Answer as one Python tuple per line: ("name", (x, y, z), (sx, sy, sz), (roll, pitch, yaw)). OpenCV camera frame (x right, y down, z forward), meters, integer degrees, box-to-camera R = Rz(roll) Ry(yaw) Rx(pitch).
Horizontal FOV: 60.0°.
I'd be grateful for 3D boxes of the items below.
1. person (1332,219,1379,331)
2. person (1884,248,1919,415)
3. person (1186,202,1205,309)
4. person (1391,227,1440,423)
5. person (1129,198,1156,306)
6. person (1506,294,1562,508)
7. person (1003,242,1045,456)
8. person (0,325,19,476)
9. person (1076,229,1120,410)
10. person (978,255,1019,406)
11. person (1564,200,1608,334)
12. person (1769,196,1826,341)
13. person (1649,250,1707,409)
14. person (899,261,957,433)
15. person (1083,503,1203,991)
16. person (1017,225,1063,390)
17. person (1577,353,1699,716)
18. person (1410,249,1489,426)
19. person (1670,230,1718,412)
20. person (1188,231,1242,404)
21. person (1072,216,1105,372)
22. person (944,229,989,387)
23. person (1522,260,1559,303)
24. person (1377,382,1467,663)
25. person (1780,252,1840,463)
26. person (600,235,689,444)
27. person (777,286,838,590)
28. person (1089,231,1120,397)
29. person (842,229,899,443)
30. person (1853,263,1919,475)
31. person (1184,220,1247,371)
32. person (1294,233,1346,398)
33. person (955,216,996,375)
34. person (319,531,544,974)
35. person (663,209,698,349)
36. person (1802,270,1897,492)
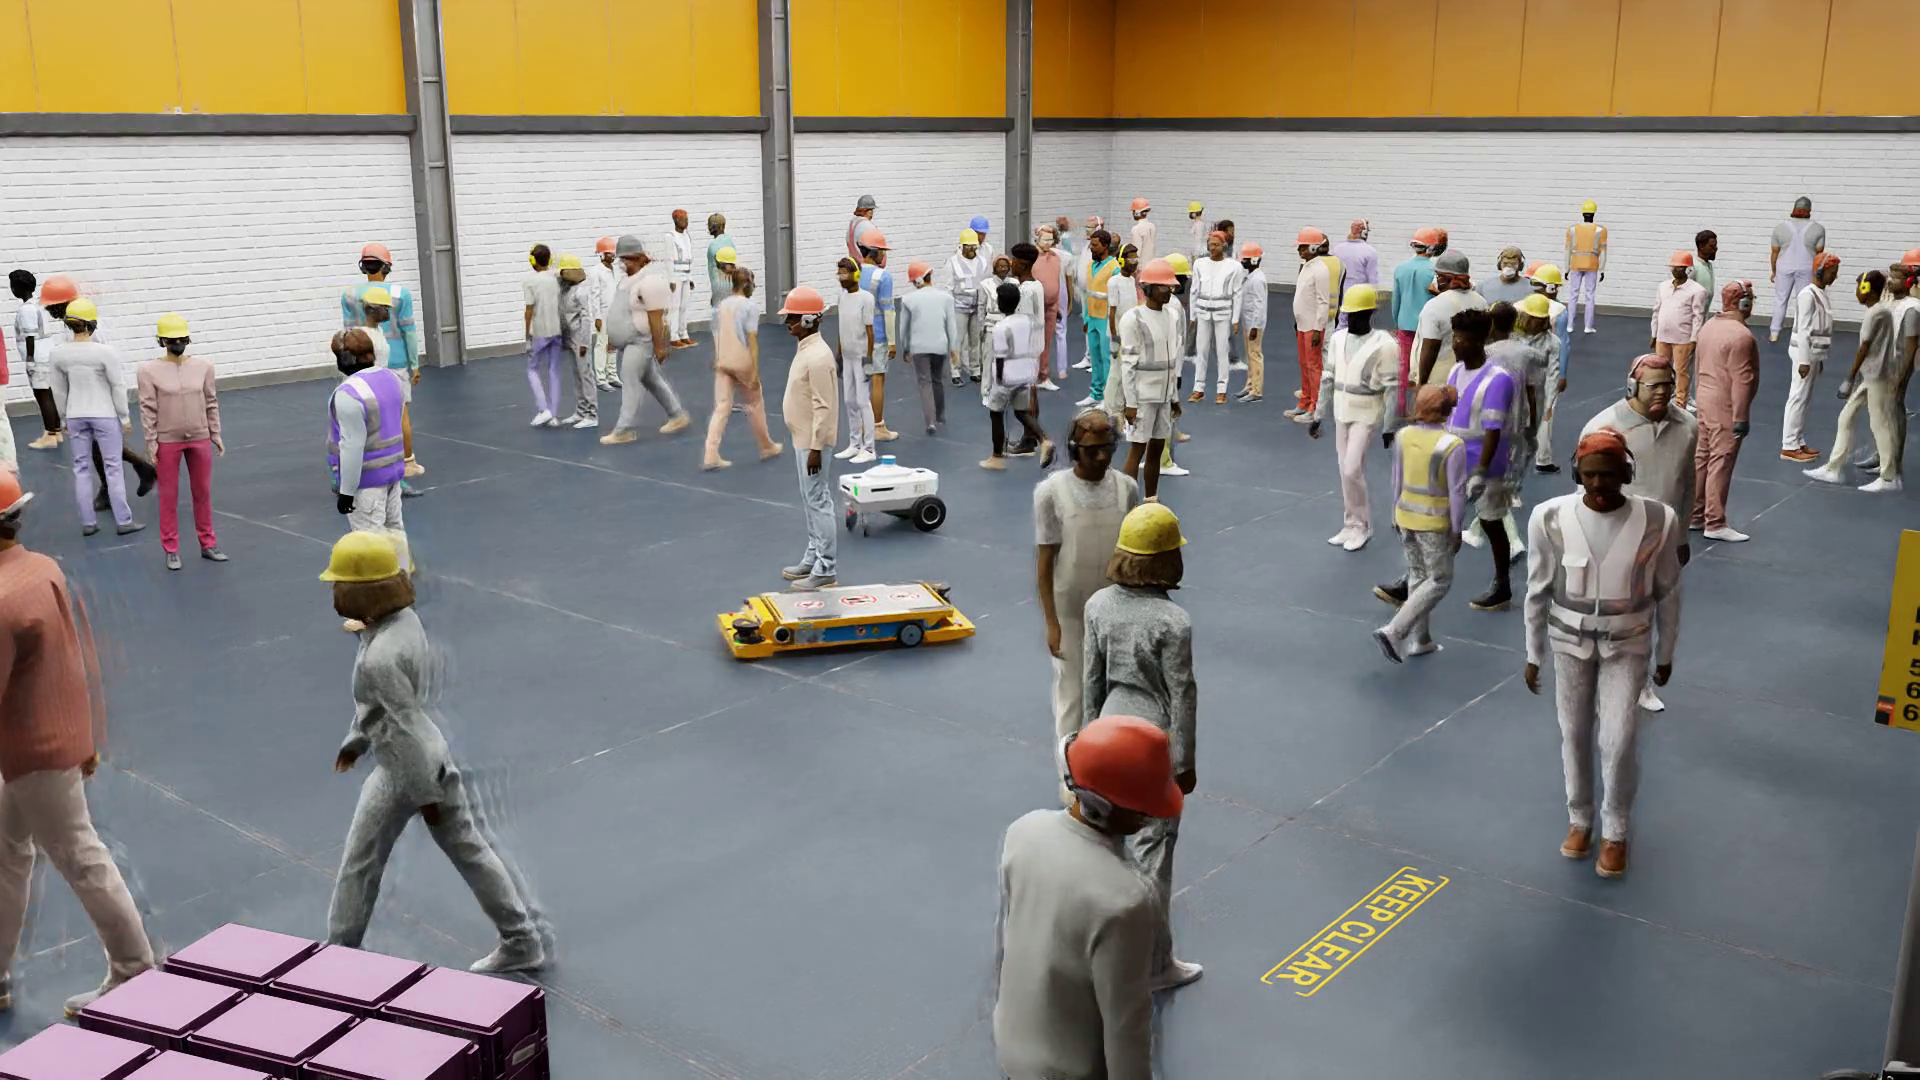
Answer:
("person", (4.782, -2.911, 20.079), (0.404, 1.906, 0.652), (-12, 18, -39))
("person", (9.894, -2.170, 17.426), (0.560, 1.752, 0.326), (-7, 16, -26))
("person", (3.910, -4.728, 27.645), (0.339, 1.761, 0.524), (1, 14, 4))
("person", (4.700, -2.189, 17.012), (0.379, 1.996, 0.608), (-12, 19, -40))
("person", (2.568, -3.865, 23.711), (0.397, 1.992, 0.621), (8, 16, 30))
("person", (4.470, -1.092, 13.184), (0.494, 1.720, 0.466), (2, 14, 10))
("person", (0.591, -1.755, 15.336), (0.367, 1.966, 0.606), (3, 14, 12))
("person", (-8.437, -1.406, 14.405), (0.349, 1.740, 0.575), (-10, 17, -34))
("person", (1.527, -2.361, 17.854), (0.382, 1.918, 0.597), (-8, 16, -28))
("person", (0.443, -2.279, 18.089), (0.515, 1.641, 0.315), (-4, 15, -14))
("person", (9.139, -3.988, 24.333), (0.588, 1.930, 0.358), (7, 16, 28))
("person", (11.749, -3.806, 23.383), (0.682, 2.000, 0.538), (8, 16, 28))
("person", (7.381, -2.114, 17.195), (0.321, 1.755, 0.568), (-9, 17, -31))
("person", (-0.305, -1.936, 16.628), (0.566, 1.700, 0.817), (-6, 15, -22))
("person", (0.648, 0.724, 5.881), (0.302, 1.745, 0.483), (-12, 19, -40))
("person", (0.929, -2.633, 18.986), (0.642, 1.901, 0.399), (-11, 18, -38))
("person", (3.473, -0.019, 8.556), (0.650, 1.900, 0.399), (-2, 14, -10))
("person", (3.922, -1.345, 13.548), (0.689, 2.000, 0.539), (-9, 16, -31))
("person", (7.851, -2.348, 17.803), (0.390, 1.920, 0.587), (12, 18, 40))
("person", (2.784, -2.434, 18.221), (0.572, 1.883, 0.355), (6, 15, 24))
("person", (1.653, -3.037, 20.585), (0.409, 1.908, 0.639), (-6, 15, -22))
("person", (0.103, -2.713, 19.435), (0.602, 1.830, 0.404), (-8, 16, -29))
("person", (5.468, -1.784, 15.880), (0.327, 1.753, 0.561), (11, 18, 38))
("person", (2.591, -0.081, 9.379), (0.561, 1.622, 0.522), (-7, 16, -27))
("person", (7.735, -1.661, 15.125), (0.356, 1.887, 0.573), (11, 18, 36))
("person", (-3.073, -1.991, 16.130), (0.959, 2.000, 0.685), (-7, 16, -26))
("person", (-0.986, -0.662, 10.911), (0.381, 1.994, 0.622), (-3, 14, -13))
("person", (1.682, -2.541, 18.728), (0.345, 1.844, 0.508), (-3, 14, -11))
("person", (-0.849, -1.963, 16.028), (0.614, 2.034, 0.395), (10, 17, 36))
("person", (8.155, -1.485, 14.493), (0.374, 1.848, 0.569), (3, 14, 11))
("person", (3.229, -3.074, 20.836), (1.020, 1.870, 0.591), (10, 17, 34))
("person", (3.984, -2.494, 18.559), (0.632, 1.834, 0.429), (-8, 16, -28))
("person", (0.207, -2.977, 20.293), (0.613, 1.935, 0.421), (-13, 19, -42))
("person", (-1.937, 0.784, 5.759), (0.931, 1.690, 0.490), (-1, 14, -5))
("person", (-3.830, -3.580, 22.798), (0.360, 1.884, 0.574), (6, 15, 22))
("person", (7.573, -1.340, 13.982), (0.847, 1.821, 0.485), (8, 16, 30))
